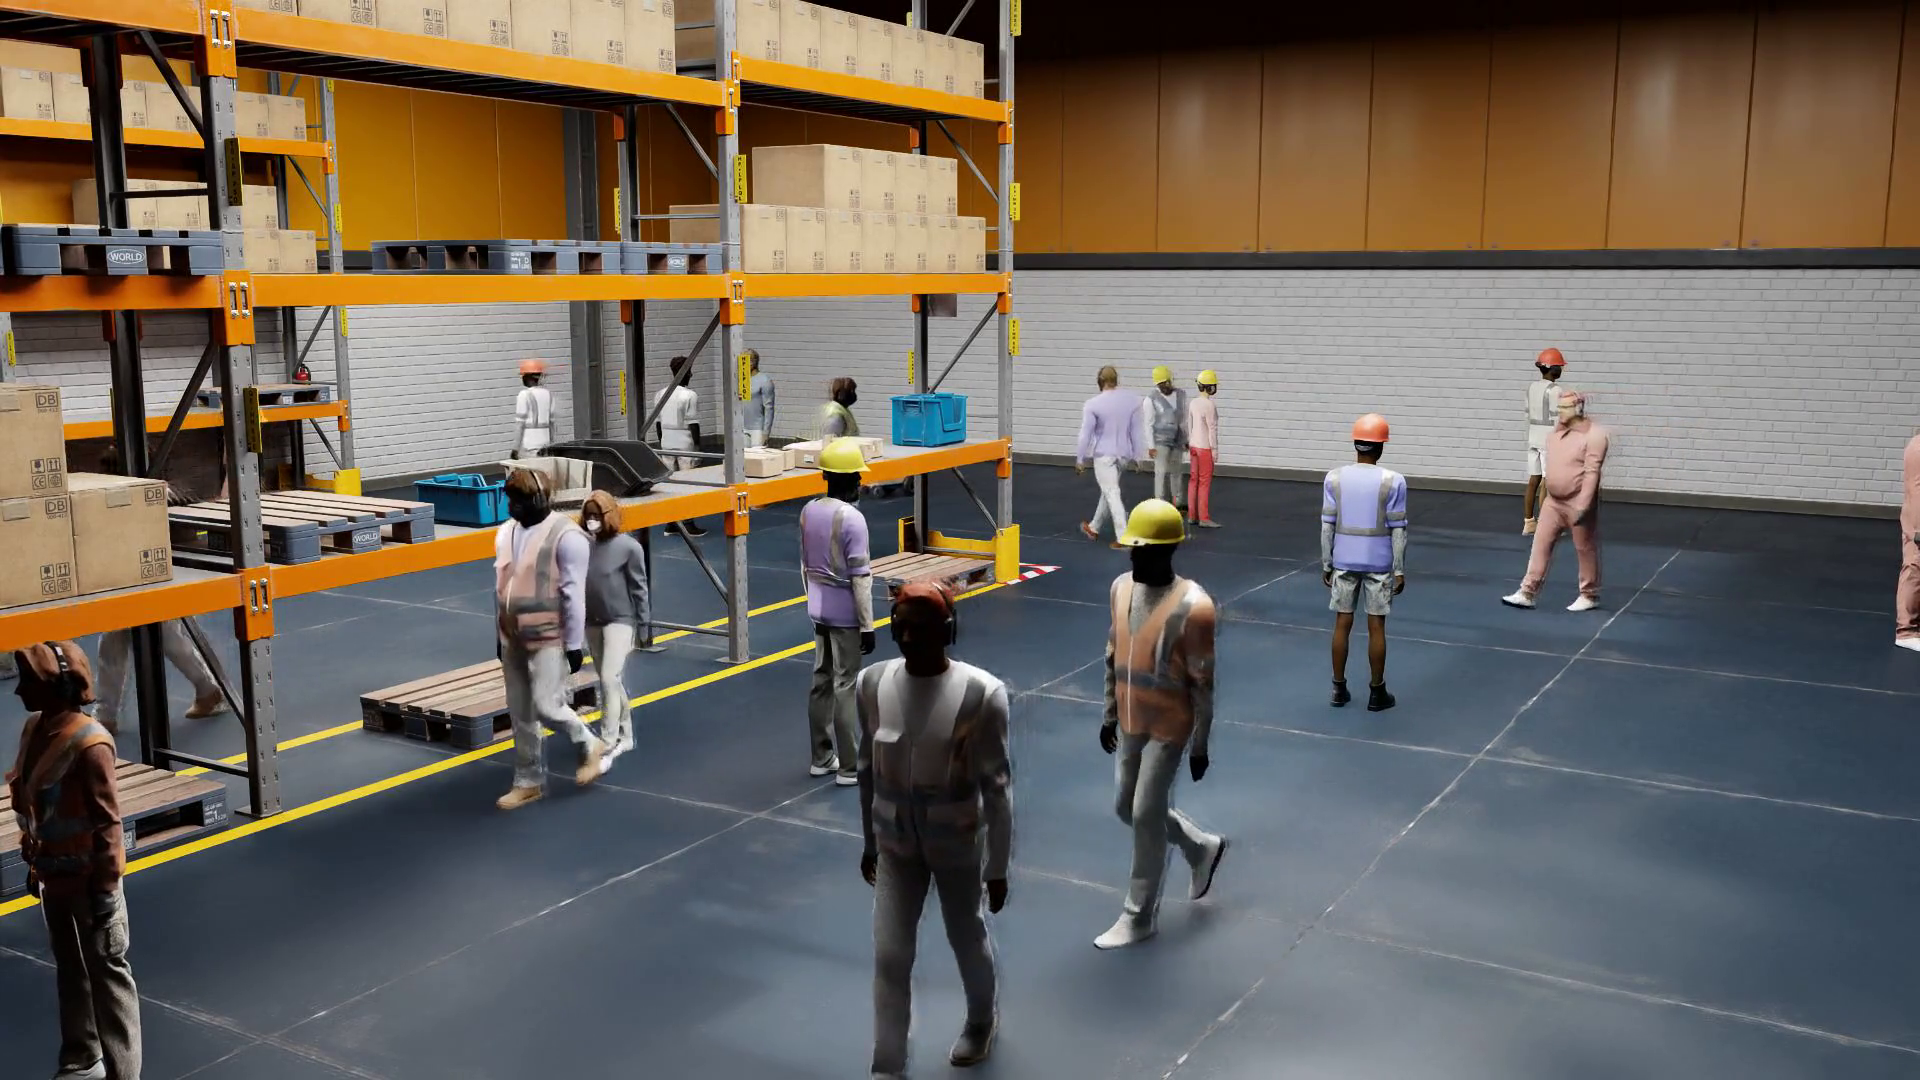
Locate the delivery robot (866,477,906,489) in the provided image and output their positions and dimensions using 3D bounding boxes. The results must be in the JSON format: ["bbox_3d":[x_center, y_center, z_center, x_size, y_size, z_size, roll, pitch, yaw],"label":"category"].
[{"bbox_3d":[-0.930,-0.861,21.128,0.477,0.478,0.707,9,13,44],"label":"delivery robot"}]

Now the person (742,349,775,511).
[{"bbox_3d":[-2.491,-1.316,19.985,0.644,1.934,0.375,7,12,39],"label":"person"}]

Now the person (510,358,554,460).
[{"bbox_3d":[-4.719,-1.088,18.653,0.860,1.908,0.545,3,10,17],"label":"person"}]

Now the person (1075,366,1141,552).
[{"bbox_3d":[1.488,-0.854,17.222,0.652,1.884,1.012,-5,11,-30],"label":"person"}]

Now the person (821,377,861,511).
[{"bbox_3d":[-1.189,-0.704,16.501,0.478,1.830,0.632,0,9,-1],"label":"person"}]

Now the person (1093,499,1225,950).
[{"bbox_3d":[0.872,0.758,7.096,0.709,1.911,0.597,-6,11,-32],"label":"person"}]

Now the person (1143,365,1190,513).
[{"bbox_3d":[2.503,-1.161,19.515,0.790,1.782,0.405,-6,11,-33],"label":"person"}]

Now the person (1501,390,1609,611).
[{"bbox_3d":[4.995,-0.302,13.858,0.926,1.871,0.647,-5,10,-28],"label":"person"}]

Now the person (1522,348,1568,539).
[{"bbox_3d":[6.295,-1.032,17.841,0.369,2.048,0.607,-2,9,-15],"label":"person"}]

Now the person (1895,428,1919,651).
[{"bbox_3d":[7.336,-0.116,12.586,0.406,1.902,0.639,6,11,35],"label":"person"}]

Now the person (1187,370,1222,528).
[{"bbox_3d":[2.746,-1.020,18.641,0.320,1.769,0.523,-3,10,-19],"label":"person"}]

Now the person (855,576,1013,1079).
[{"bbox_3d":[-0.084,1.025,5.673,0.587,1.840,0.963,3,10,20],"label":"person"}]

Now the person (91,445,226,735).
[{"bbox_3d":[-5.062,0.294,10.344,0.625,1.810,0.929,5,10,28],"label":"person"}]

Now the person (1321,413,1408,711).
[{"bbox_3d":[2.635,0.145,10.838,0.552,1.936,0.360,5,10,28],"label":"person"}]

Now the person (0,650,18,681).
[{"bbox_3d":[-6.711,0.173,11.592,0.550,1.624,0.419,7,12,38],"label":"person"}]

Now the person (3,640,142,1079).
[{"bbox_3d":[-2.971,1.135,5.581,0.513,1.642,0.313,7,11,37],"label":"person"}]

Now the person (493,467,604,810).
[{"bbox_3d":[-2.225,0.516,8.872,0.648,1.826,0.520,6,11,32],"label":"person"}]

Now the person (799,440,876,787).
[{"bbox_3d":[-0.662,0.405,9.244,0.363,1.928,0.587,-7,12,-38],"label":"person"}]

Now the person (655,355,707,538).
[{"bbox_3d":[-3.009,-1.005,17.927,0.613,1.962,0.367,7,11,36],"label":"person"}]

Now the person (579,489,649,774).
[{"bbox_3d":[-2.085,0.521,9.533,0.505,1.604,0.752,4,10,24],"label":"person"}]

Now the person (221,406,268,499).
[{"bbox_3d":[-6.236,-0.347,14.506,0.445,1.735,0.555,-5,10,-26],"label":"person"}]
